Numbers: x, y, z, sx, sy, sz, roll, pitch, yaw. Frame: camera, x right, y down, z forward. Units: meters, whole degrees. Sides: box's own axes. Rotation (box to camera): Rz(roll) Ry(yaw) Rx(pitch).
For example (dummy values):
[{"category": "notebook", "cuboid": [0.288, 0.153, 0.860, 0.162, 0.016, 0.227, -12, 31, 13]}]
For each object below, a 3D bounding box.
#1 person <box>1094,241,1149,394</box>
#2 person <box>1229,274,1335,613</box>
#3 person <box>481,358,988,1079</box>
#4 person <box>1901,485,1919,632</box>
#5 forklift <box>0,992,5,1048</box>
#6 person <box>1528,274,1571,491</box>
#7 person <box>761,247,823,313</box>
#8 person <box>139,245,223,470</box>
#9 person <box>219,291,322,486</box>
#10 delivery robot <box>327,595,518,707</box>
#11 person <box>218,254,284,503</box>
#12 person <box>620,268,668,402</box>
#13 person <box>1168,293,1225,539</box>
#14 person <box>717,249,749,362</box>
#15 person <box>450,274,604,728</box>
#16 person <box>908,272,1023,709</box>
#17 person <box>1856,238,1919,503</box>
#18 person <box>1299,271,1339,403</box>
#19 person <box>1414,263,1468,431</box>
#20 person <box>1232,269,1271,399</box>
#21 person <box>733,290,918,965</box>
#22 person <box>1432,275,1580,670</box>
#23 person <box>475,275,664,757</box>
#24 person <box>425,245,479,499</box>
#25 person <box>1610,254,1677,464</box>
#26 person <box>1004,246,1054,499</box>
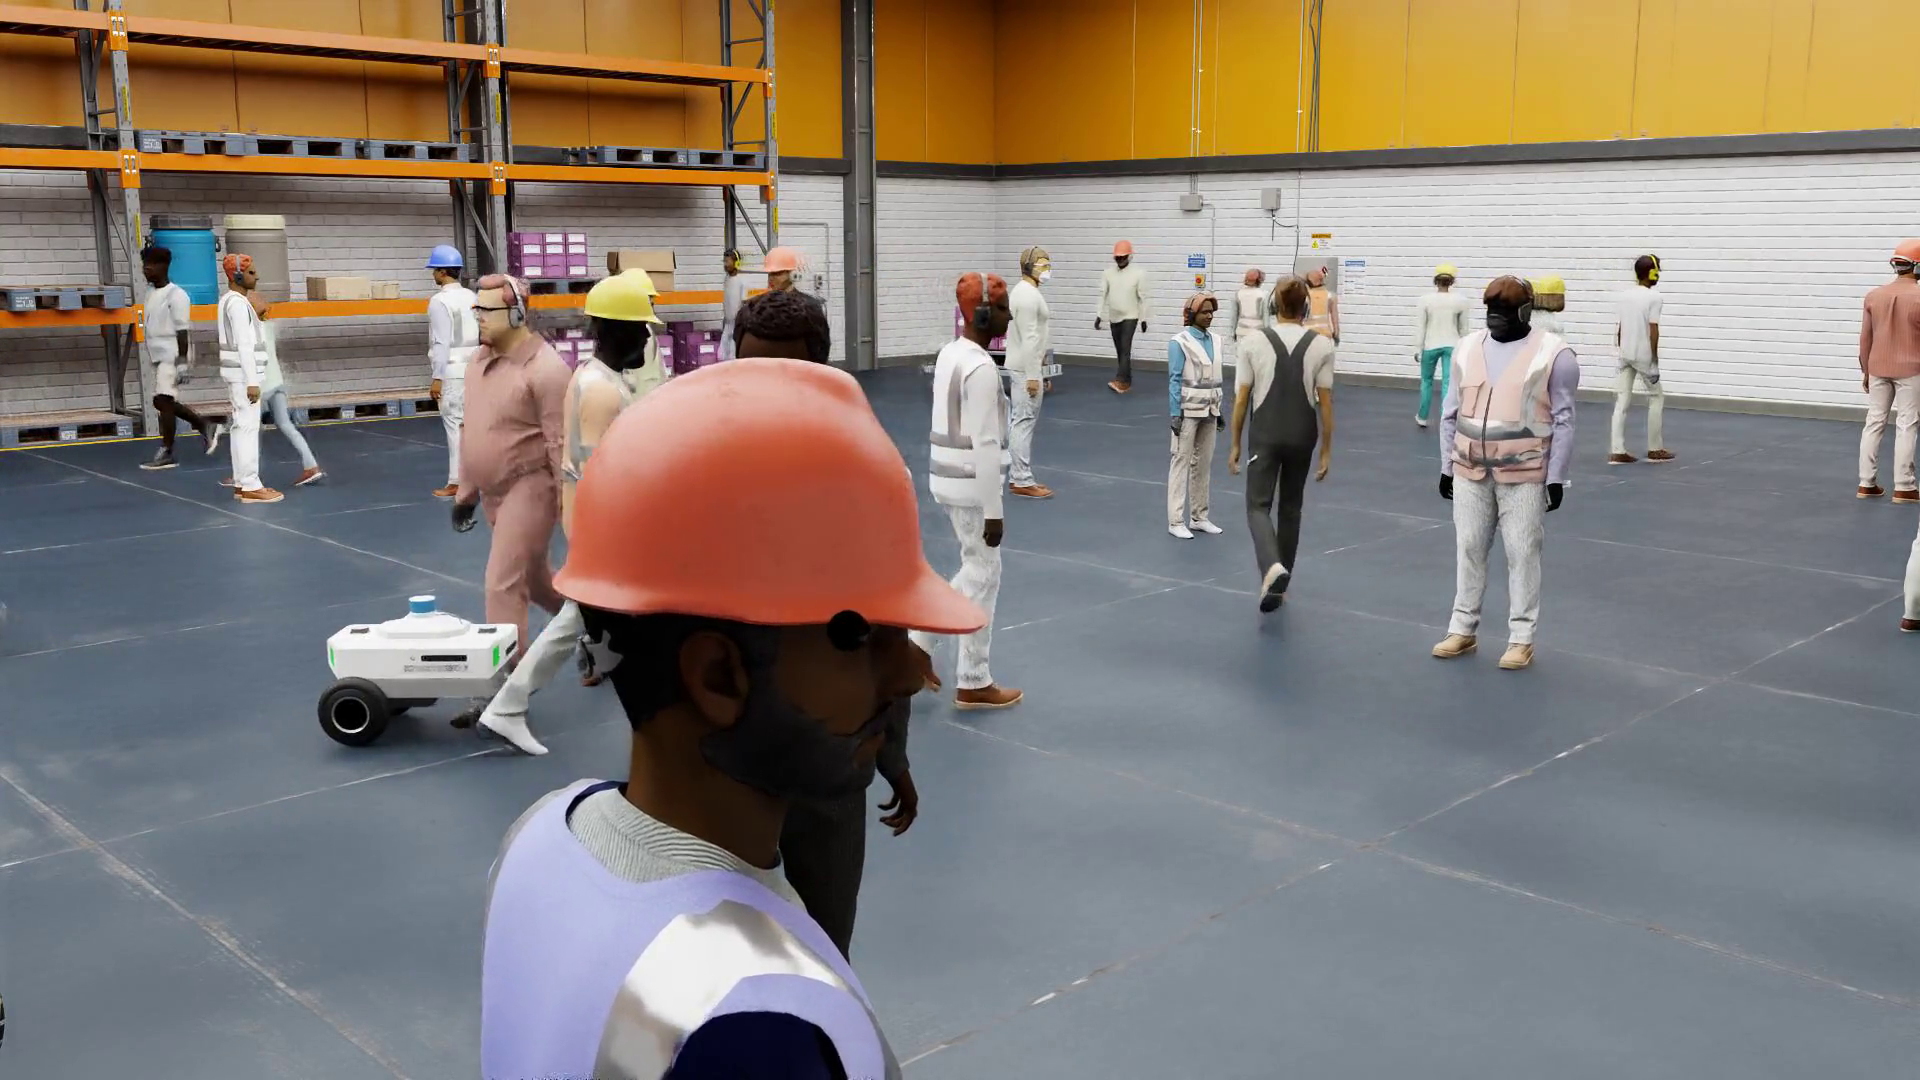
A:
[{"category": "person", "cuboid": [2.037, -2.844, 21.314, 0.619, 1.942, 1.002, 7, 12, 32]}, {"category": "person", "cuboid": [1.722, -0.500, 8.871, 0.535, 1.822, 0.691, 0, 10, 2]}, {"category": "person", "cuboid": [-0.169, 0.825, 1.331, 0.355, 1.934, 0.553, -6, 12, -31]}, {"category": "person", "cuboid": [4.984, -0.298, 8.306, 0.280, 1.624, 0.494, -2, 11, -13]}, {"category": "forklift", "cuboid": [-3.245, 0.323, 3.363, 2.313, 2.155, 1.214, 2, 11, 13]}, {"category": "person", "cuboid": [4.599, -1.191, 12.926, 0.762, 1.714, 0.499, -3, 11, -14]}, {"category": "person", "cuboid": [-1.216, -1.200, 12.376, 0.623, 1.949, 1.051, 6, 12, 29]}, {"category": "person", "cuboid": [-6.884, -1.607, 14.570, 0.611, 1.943, 0.738, 8, 13, 39]}, {"category": "person", "cuboid": [-5.582, -1.210, 13.380, 0.837, 1.588, 0.520, 1, 10, 6]}, {"category": "delivery robot", "cuboid": [-2.177, 0.470, 6.778, 0.707, 0.478, 0.477, 0, 10, -1]}, {"category": "person", "cuboid": [-5.428, -1.224, 12.652, 0.350, 1.882, 0.583, -6, 12, -31]}, {"category": "person", "cuboid": [-1.998, -0.763, 10.304, 0.430, 1.817, 0.623, -8, 13, -36]}, {"category": "person", "cuboid": [1.589, -0.835, 11.189, 0.523, 1.639, 0.306, -9, 14, -41]}, {"category": "person", "cuboid": [-2.768, -2.644, 20.479, 0.449, 1.852, 0.544, -9, 13, -39]}, {"category": "person", "cuboid": [-1.806, -0.199, 7.109, 0.910, 1.873, 0.634, -10, 14, -42]}, {"category": "person", "cuboid": [0.017, -0.190, 7.040, 0.475, 1.869, 0.596, -3, 11, -14]}, {"category": "person", "cuboid": [7.150, -1.281, 12.654, 0.380, 1.995, 0.611, -6, 12, -30]}, {"category": "person", "cuboid": [4.325, -2.466, 20.219, 0.519, 1.591, 0.766, -1, 10, -6]}, {"category": "person", "cuboid": [4.963, -1.985, 17.214, 0.539, 1.732, 0.845, 2, 11, 9]}, {"category": "person", "cuboid": [3.566, -2.508, 20.394, 0.567, 1.610, 0.558, 7, 12, 34]}, {"category": "person", "cuboid": [-0.373, 0.447, 3.447, 0.590, 1.916, 0.393, -4, 11, -23]}, {"category": "person", "cuboid": [2.539, -0.316, 7.816, 0.634, 1.839, 0.429, 9, 14, 41]}, {"category": "person", "cuboid": [-1.404, -0.068, 6.374, 0.973, 1.881, 0.591, -3, 11, -14]}, {"category": "person", "cuboid": [-3.895, -1.288, 12.819, 0.389, 1.948, 0.607, 2, 11, 10]}, {"category": "person", "cuboid": [6.109, -1.594, 14.755, 0.767, 1.847, 0.555, -5, 11, -25]}, {"category": "person", "cuboid": [0.531, -1.288, 12.857, 0.379, 1.937, 0.629, 0, 10, -2]}]
